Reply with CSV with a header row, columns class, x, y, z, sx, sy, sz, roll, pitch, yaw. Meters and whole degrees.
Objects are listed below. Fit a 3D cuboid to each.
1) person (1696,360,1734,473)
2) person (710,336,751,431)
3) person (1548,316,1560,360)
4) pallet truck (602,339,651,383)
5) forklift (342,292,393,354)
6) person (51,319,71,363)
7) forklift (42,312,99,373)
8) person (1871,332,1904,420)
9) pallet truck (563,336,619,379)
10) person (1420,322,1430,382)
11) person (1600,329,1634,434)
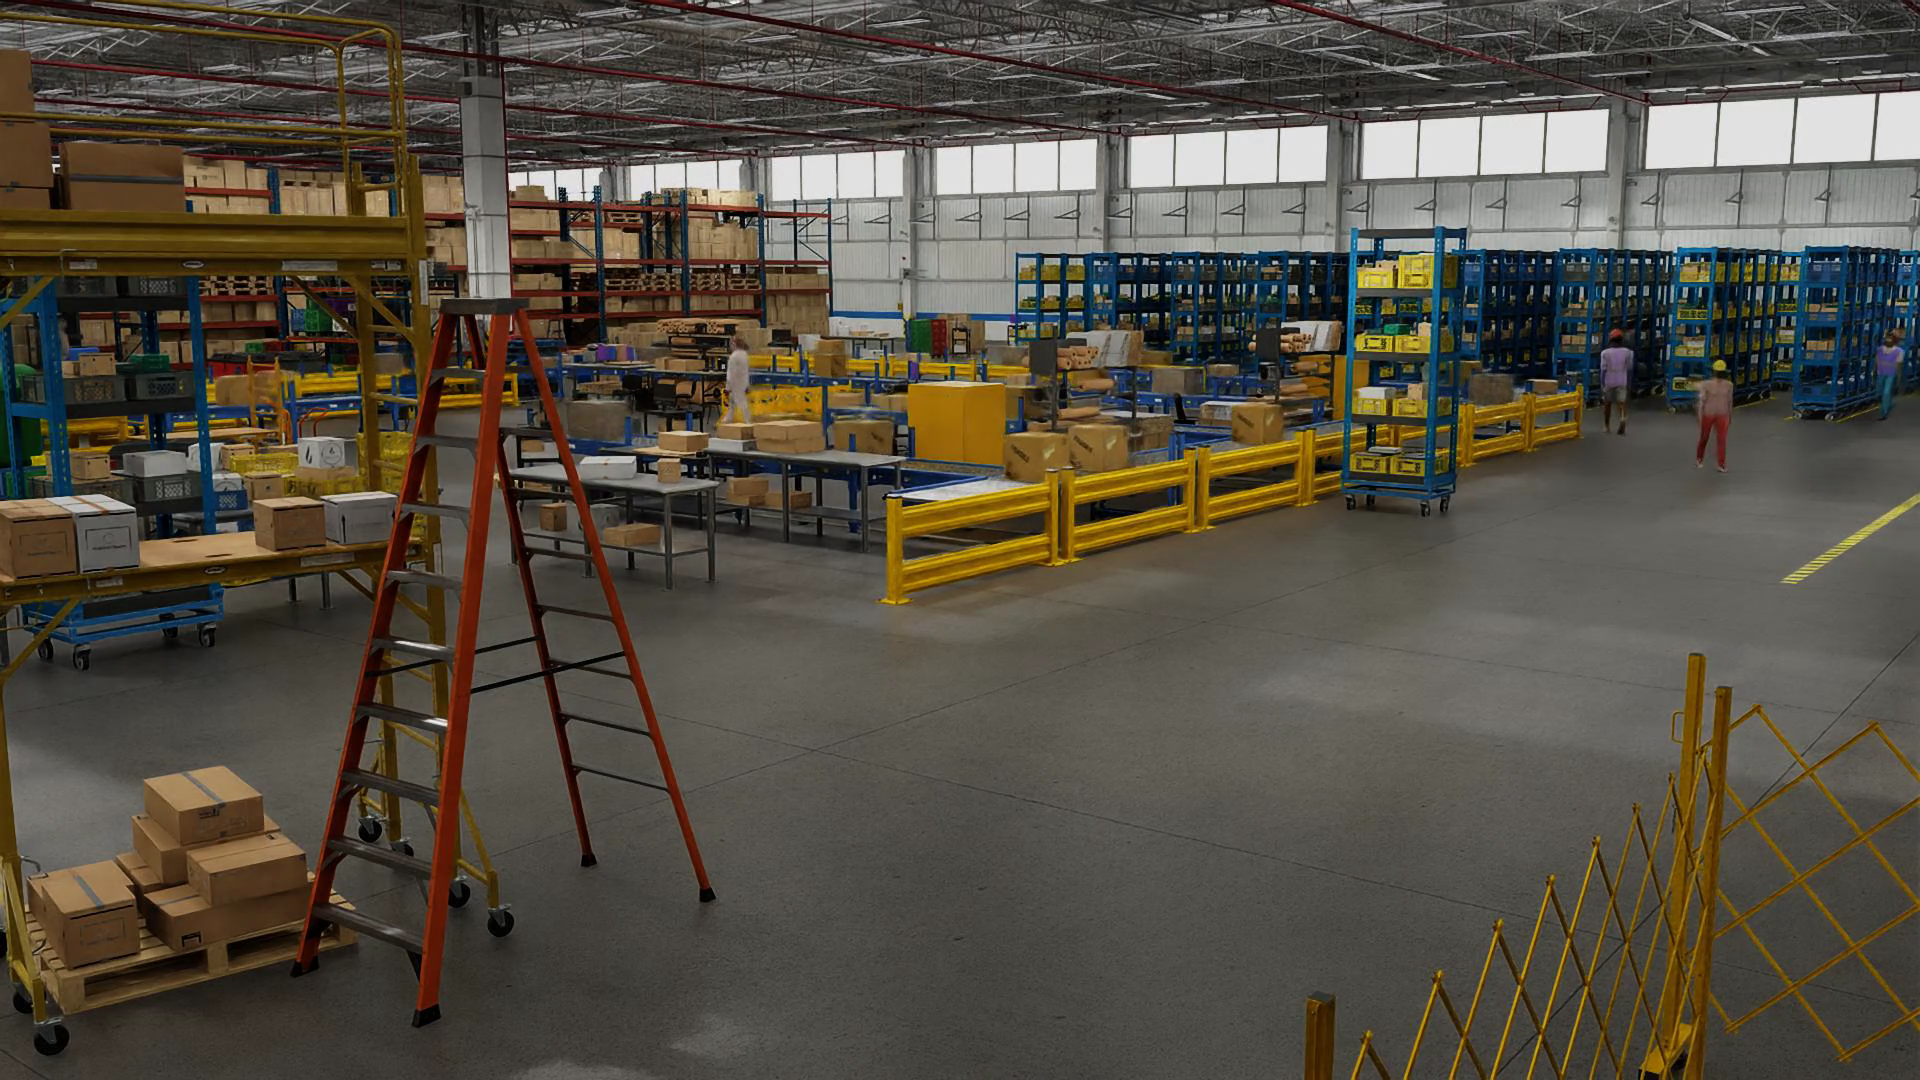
class,x,y,z,sx,sy,sz,roll,pitch,yaw
person,11.636,-1.932,25.685,0.541,1.725,0.902,1,9,6
person,-4.253,-2.864,31.066,0.960,1.855,0.673,2,9,11
person,17.320,-5.714,48.572,0.468,1.975,0.649,3,9,16
pallet truck,-8.991,-4.871,45.351,0.653,1.274,1.630,7,11,37
forklift,-16.485,-5.622,45.120,1.129,2.768,1.873,7,11,37
person,-22.989,-4.723,42.610,0.580,1.880,0.675,-1,9,-4
forklift,-23.779,-5.451,44.052,1.873,2.768,1.129,7,11,36
person,19.223,-3.395,34.474,0.474,1.830,0.595,-5,11,-31
pallet truck,-10.690,-5.294,48.215,1.601,1.201,0.680,-5,10,-26
person,11.637,-4.537,41.637,0.403,1.823,0.586,4,10,24
person,12.342,-2.957,31.251,0.612,2.010,0.884,1,9,8
